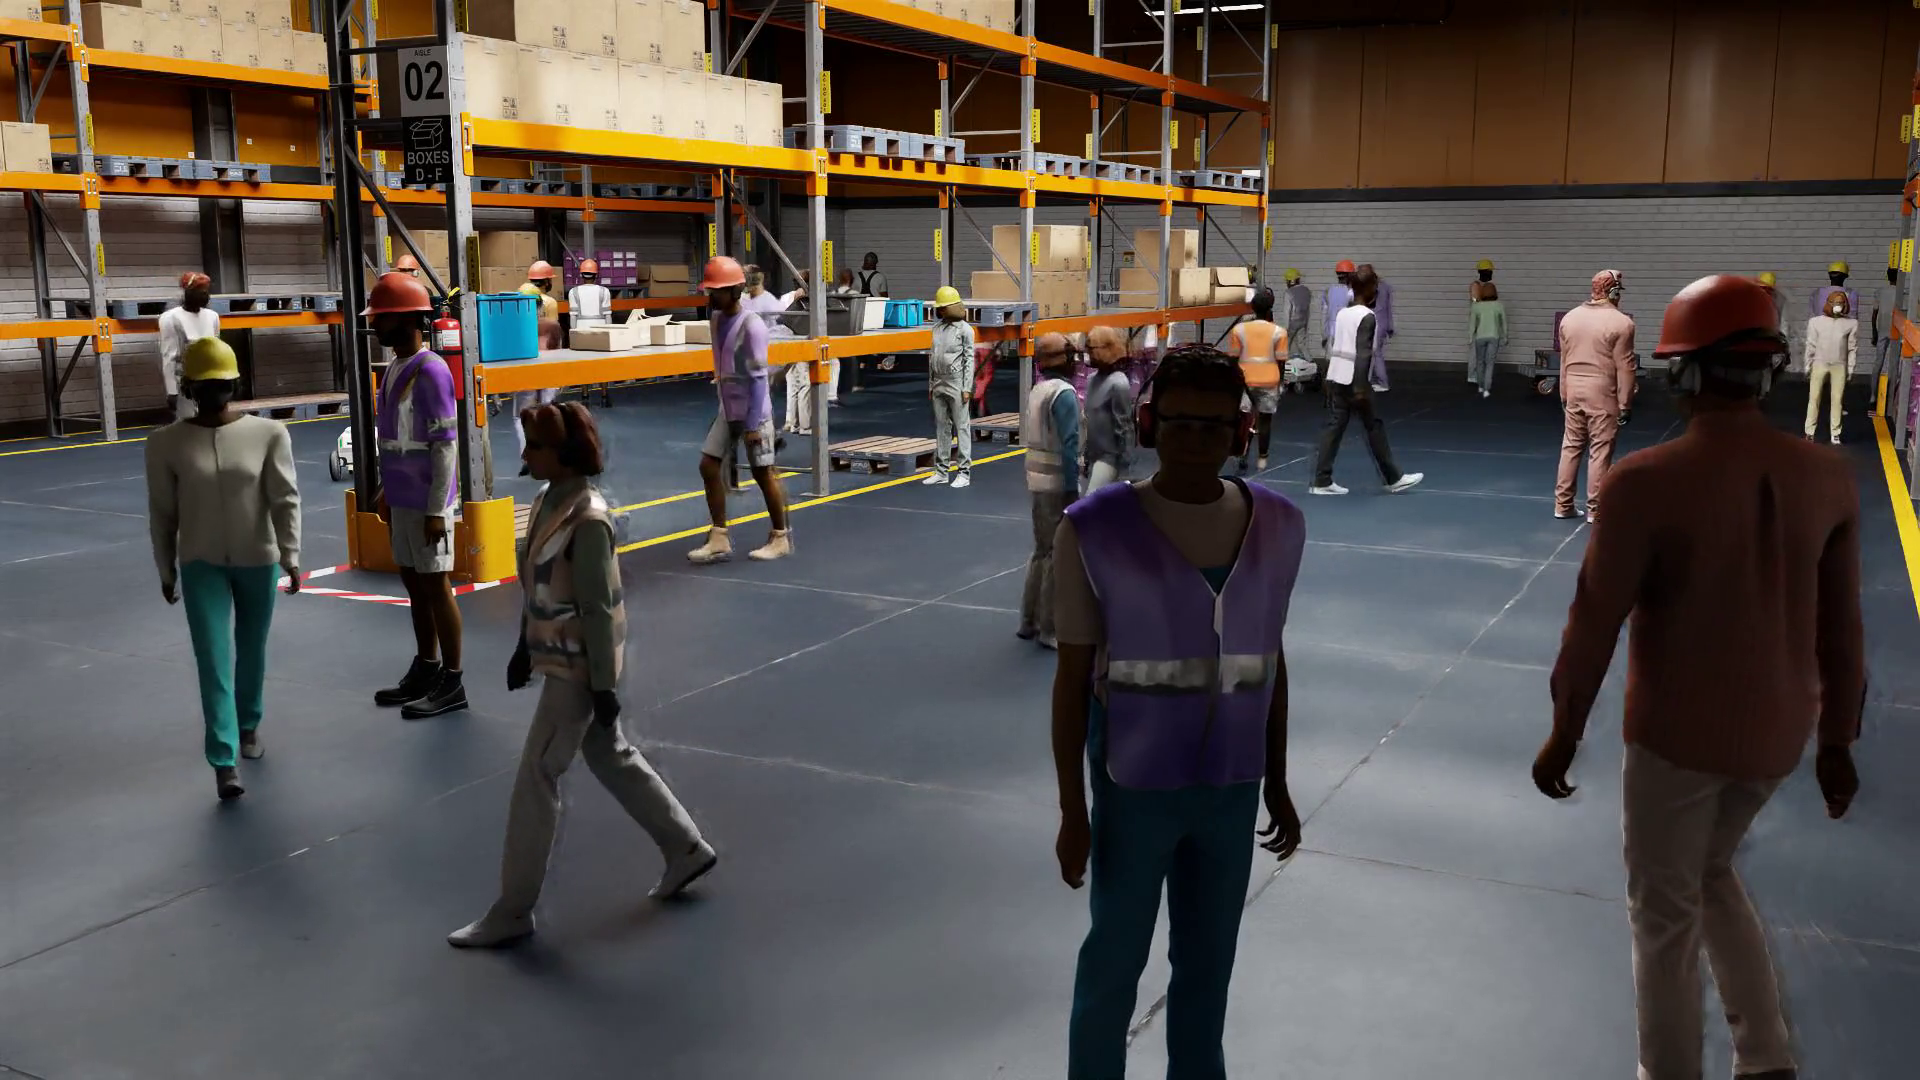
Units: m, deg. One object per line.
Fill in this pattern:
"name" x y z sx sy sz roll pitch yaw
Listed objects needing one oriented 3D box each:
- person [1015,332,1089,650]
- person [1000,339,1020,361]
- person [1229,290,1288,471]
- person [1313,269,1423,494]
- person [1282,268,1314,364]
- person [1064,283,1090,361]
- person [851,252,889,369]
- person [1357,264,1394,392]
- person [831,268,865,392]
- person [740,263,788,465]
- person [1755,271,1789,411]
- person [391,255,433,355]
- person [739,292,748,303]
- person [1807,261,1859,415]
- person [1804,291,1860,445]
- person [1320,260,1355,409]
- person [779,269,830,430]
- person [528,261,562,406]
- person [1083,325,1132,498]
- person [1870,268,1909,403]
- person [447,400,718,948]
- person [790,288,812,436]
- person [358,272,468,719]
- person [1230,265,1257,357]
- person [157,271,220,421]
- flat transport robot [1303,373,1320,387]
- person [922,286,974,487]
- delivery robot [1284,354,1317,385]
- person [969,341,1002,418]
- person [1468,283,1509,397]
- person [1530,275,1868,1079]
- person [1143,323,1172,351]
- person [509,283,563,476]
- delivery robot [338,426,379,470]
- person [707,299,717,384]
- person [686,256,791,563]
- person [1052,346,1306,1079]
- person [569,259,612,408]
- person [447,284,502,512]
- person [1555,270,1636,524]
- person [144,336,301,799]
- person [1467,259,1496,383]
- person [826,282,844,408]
"person" 0.477 -0.243 8.528 0.331 1.621 0.602 -2 10 -11
"person" 0.964 -4.340 31.313 0.627 1.935 0.371 -2 10 -11
"person" 2.738 -1.447 15.277 0.538 1.680 0.641 2 10 11
"person" 3.413 -1.312 13.922 0.971 1.874 0.625 -2 10 -12
"person" 5.438 -3.501 26.884 0.602 1.786 0.781 -6 11 -29
"person" 1.739 -3.380 25.801 0.639 1.924 0.747 7 12 34
"person" -1.527 -4.016 29.127 0.682 2.000 0.537 4 11 23
"person" 6.013 -3.085 24.261 0.658 1.860 0.670 9 13 43
"person" -1.678 -3.019 24.020 0.518 1.818 0.857 5 11 28
"person" -1.869 -1.671 15.915 0.570 1.925 0.671 -7 12 -37
"person" 9.989 -2.452 20.781 0.668 1.799 0.515 4 11 23
"person" -6.553 -2.398 19.880 0.621 1.997 0.372 3 10 19
"person" -2.553 -2.217 19.449 0.709 1.798 0.570 9 13 41
"person" 10.877 -2.506 20.740 0.378 1.918 0.585 -9 14 -43
"person" 9.198 -1.815 17.585 0.498 1.629 0.276 4 11 22
"person" 4.953 -2.658 21.569 0.552 1.932 0.377 8 13 38
"person" -1.774 -2.160 18.975 0.624 1.838 0.430 1 10 4
"person" -4.225 -1.861 16.933 0.547 1.942 0.350 7 12 37
"person" 0.916 -0.468 9.848 0.762 1.608 0.509 -3 10 -17
"person" 12.508 -2.759 22.340 0.329 1.872 0.508 -6 12 -33
"person" -1.121 0.372 4.981 0.827 1.603 0.517 -4 11 -22
"person" -1.738 -1.979 18.493 0.310 1.638 0.522 -5 11 -27
"person" -2.400 -0.193 7.287 0.356 1.937 0.552 -8 13 -38
"person" 4.520 -3.485 26.665 0.745 1.844 0.580 5 11 28
"person" -6.188 -1.230 13.484 0.466 1.868 0.646 5 11 29
"flat transport robot" 4.720 -2.468 25.279 0.652 0.197 1.431 -9 13 -42
"person" -0.099 -1.323 14.417 0.484 1.736 0.307 9 13 41
"delivery robot" 4.877 -2.454 24.106 0.477 0.478 0.707 8 12 38
"person" 0.240 -2.325 20.211 0.529 1.744 0.680 5 11 27
"person" 7.499 -2.833 23.597 0.517 1.584 0.882 5 11 26
"person" 1.632 0.413 3.674 0.638 1.972 0.440 -3 10 -18
"person" 3.068 -3.398 26.102 0.578 1.848 0.886 8 13 41
"person" -3.820 -1.424 14.959 0.539 1.749 0.403 -4 11 -24
"delivery robot" -5.396 -0.880 14.993 0.477 0.478 0.707 -2 10 -14
"person" -3.597 -3.301 25.561 0.631 1.842 0.428 3 10 17
"person" -1.459 -0.817 10.737 0.870 1.990 0.627 -8 13 -40
"person" 0.442 0.517 3.460 0.567 1.839 0.377 -4 11 -23
"person" -4.805 -2.679 21.683 0.542 1.938 0.358 -2 10 -11
"person" -3.858 -1.153 13.033 0.513 1.876 0.328 -3 10 -16
"person" 4.781 -1.065 12.470 0.402 1.901 0.647 -5 11 -29
"person" -2.787 0.082 6.346 0.526 1.714 0.948 -5 11 -28
"person" 8.147 -3.417 25.979 0.363 1.930 0.587 8 12 37
"person" -1.778 -2.597 21.562 0.617 1.806 0.699 9 13 42
